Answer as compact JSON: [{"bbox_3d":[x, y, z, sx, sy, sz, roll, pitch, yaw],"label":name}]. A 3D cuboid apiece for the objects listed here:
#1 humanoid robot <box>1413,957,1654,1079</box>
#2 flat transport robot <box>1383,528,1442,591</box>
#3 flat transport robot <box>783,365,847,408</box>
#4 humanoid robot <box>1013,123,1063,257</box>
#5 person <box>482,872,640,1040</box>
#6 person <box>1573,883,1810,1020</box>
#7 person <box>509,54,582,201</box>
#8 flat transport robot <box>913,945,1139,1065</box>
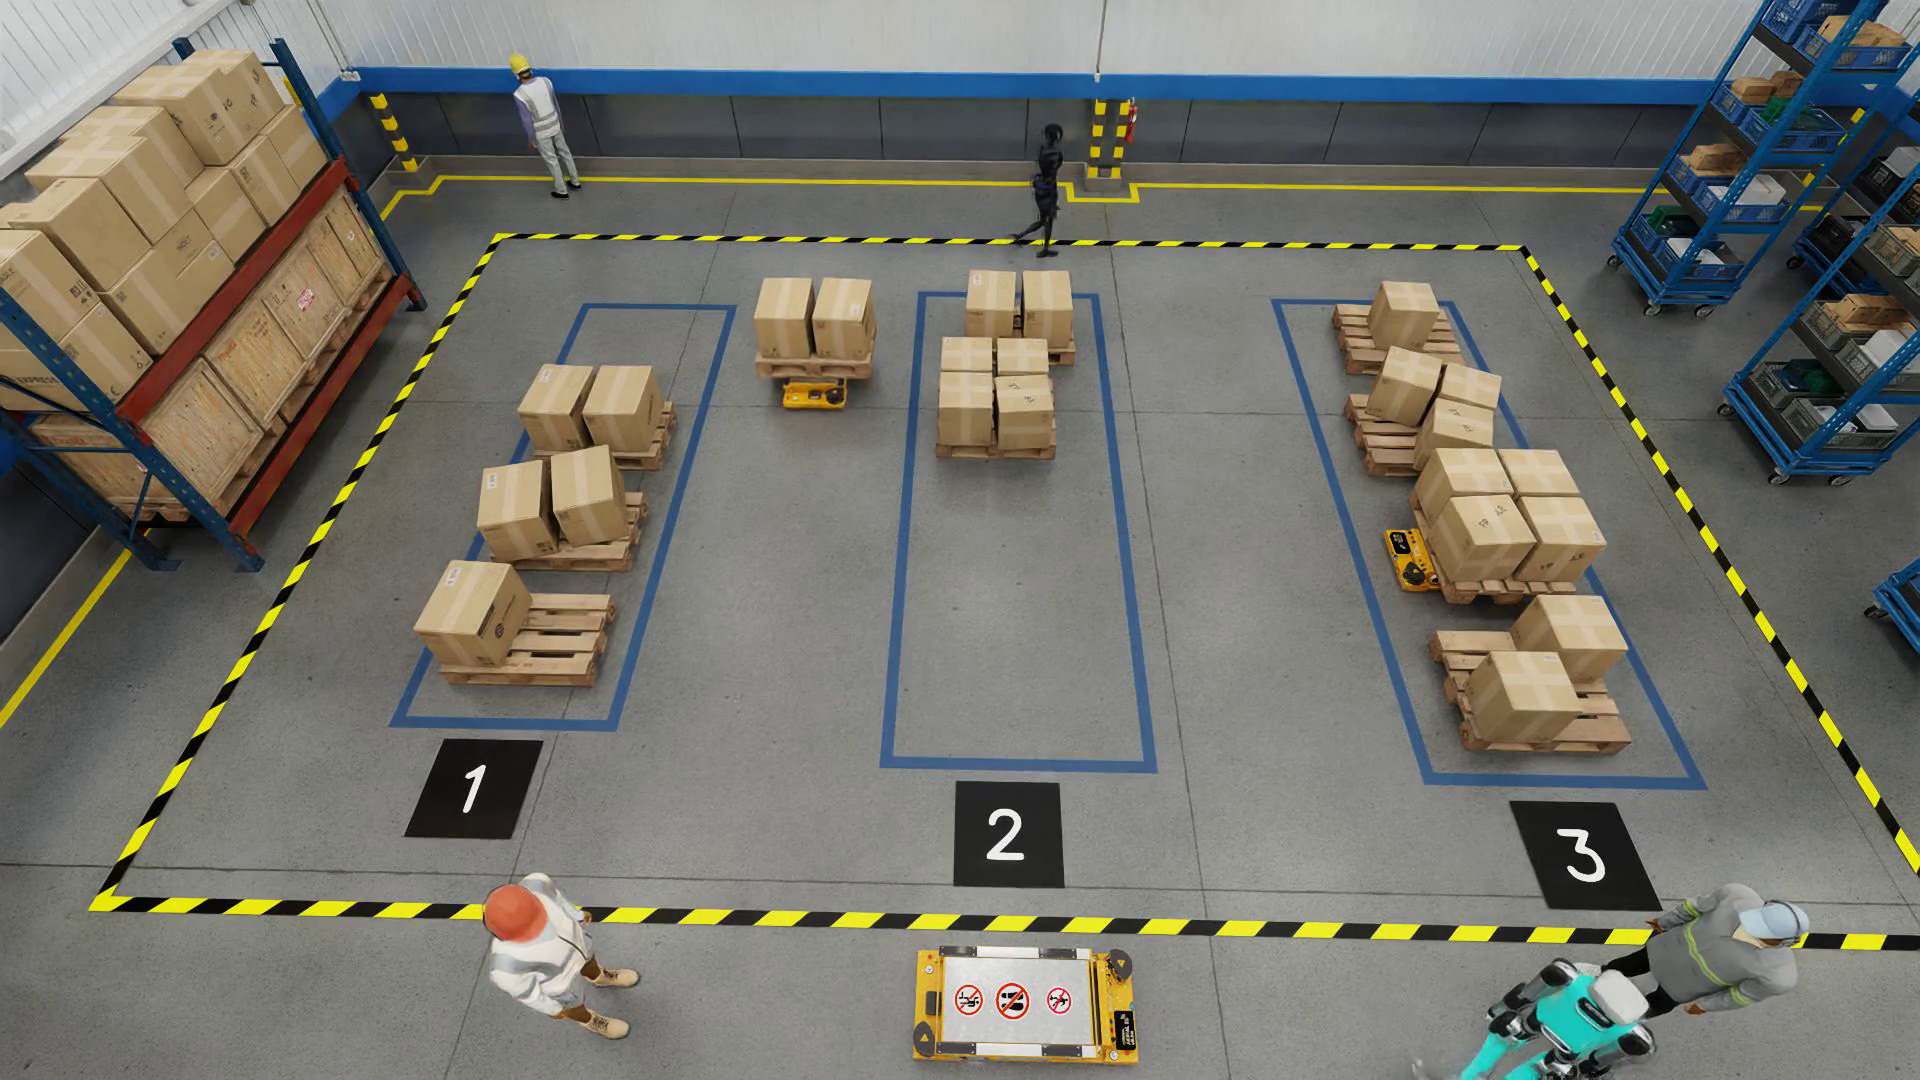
[{"bbox_3d":[3.107,2.947,5.134,0.779,1.768,0.539,-32,58,-24],"label":"humanoid robot"},{"bbox_3d":[4.689,0.155,8.342,1.431,0.197,0.652,1,51,1],"label":"flat transport robot"},{"bbox_3d":[-1.536,-2.008,10.105,0.652,0.197,1.431,1,51,1],"label":"flat transport robot"},{"bbox_3d":[0.957,-4.148,10.954,0.506,1.642,0.600,-7,51,-5],"label":"humanoid robot"},{"bbox_3d":[-2.305,2.441,5.354,0.385,2.039,0.612,0,51,0],"label":"person"},{"bbox_3d":[4.317,2.495,5.431,0.386,1.851,0.588,-1,51,-1],"label":"person"},{"bbox_3d":[-5.352,-5.290,11.795,0.404,1.822,0.586,24,55,18],"label":"person"},{"bbox_3d":[0.422,3.041,6.007,1.431,0.231,0.659,1,51,1],"label":"flat transport robot"}]
